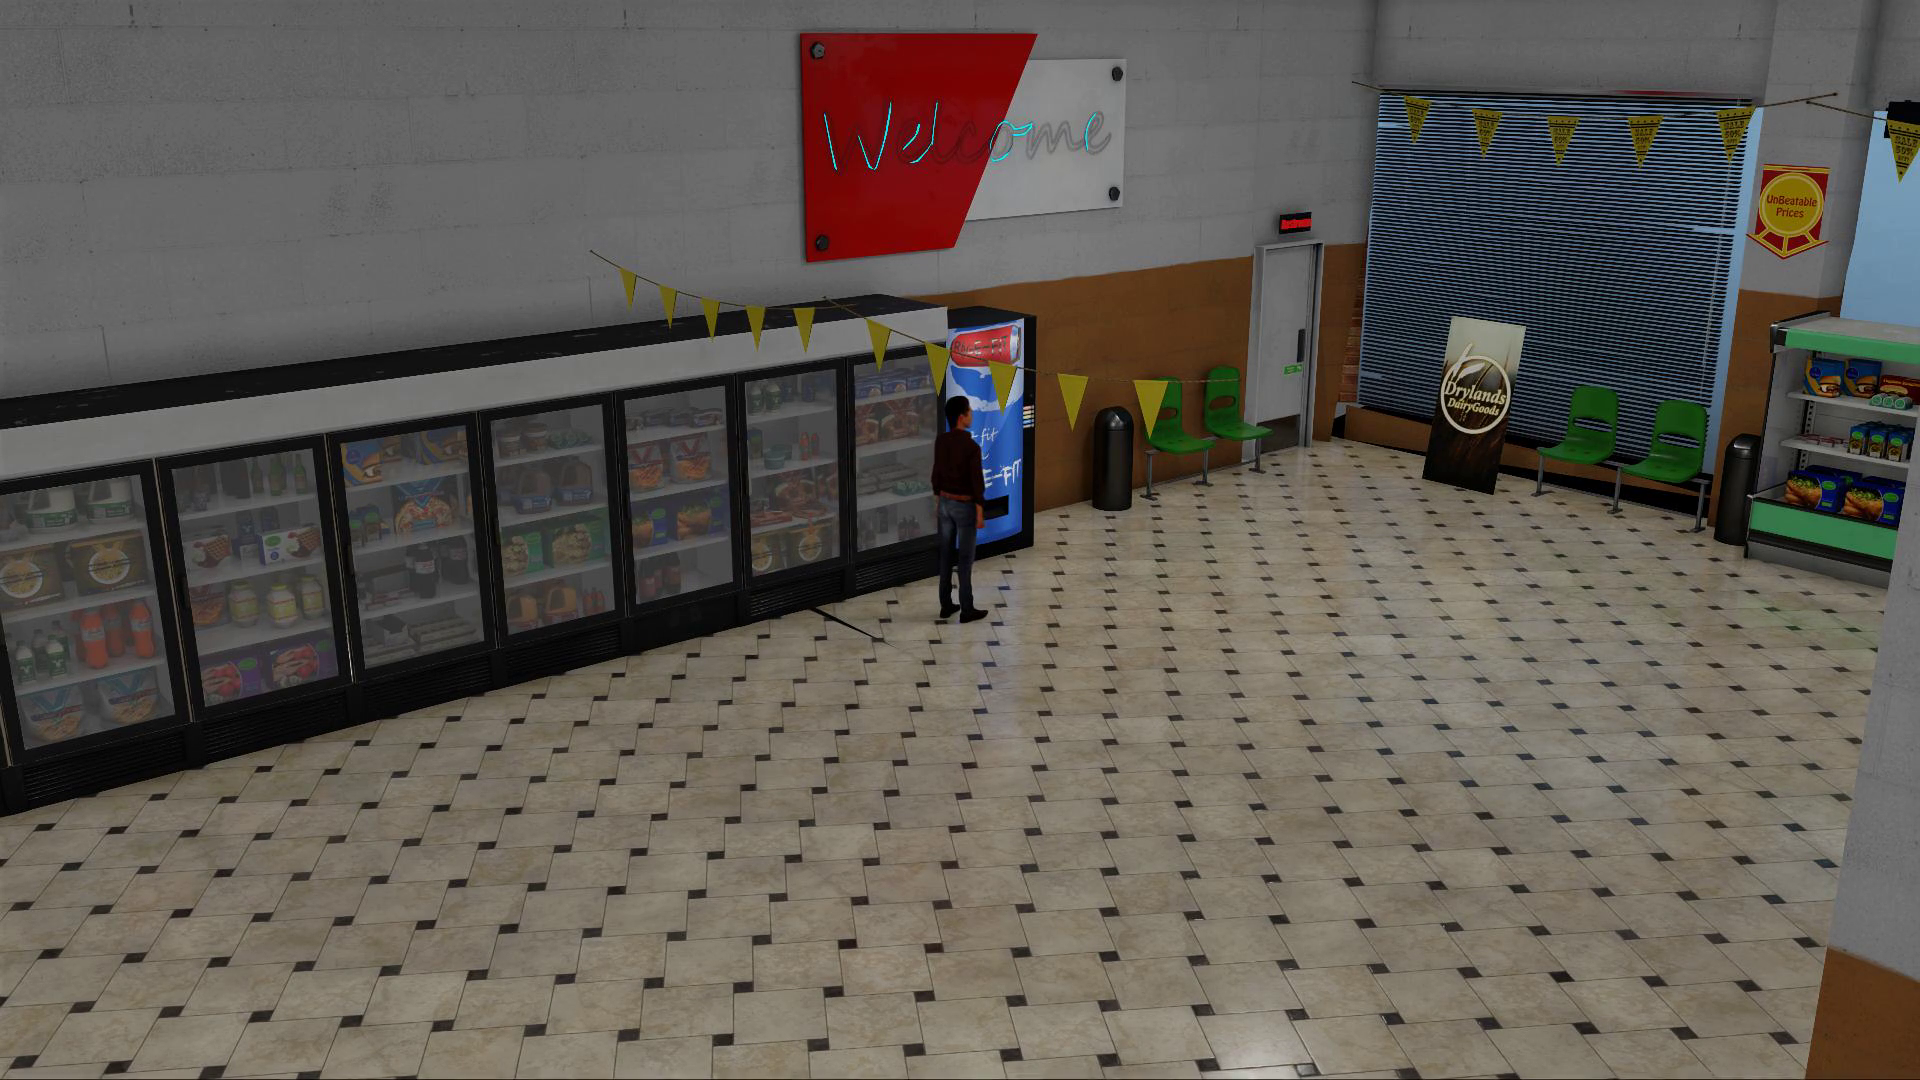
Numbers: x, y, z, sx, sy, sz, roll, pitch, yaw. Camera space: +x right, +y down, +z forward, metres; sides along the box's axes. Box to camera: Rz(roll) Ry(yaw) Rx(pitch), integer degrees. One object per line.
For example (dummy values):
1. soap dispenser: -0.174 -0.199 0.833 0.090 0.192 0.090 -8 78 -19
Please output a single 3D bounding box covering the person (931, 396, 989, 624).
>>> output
1. person: -0.021 -0.241 12.944 0.503 1.778 0.729 14 22 39
